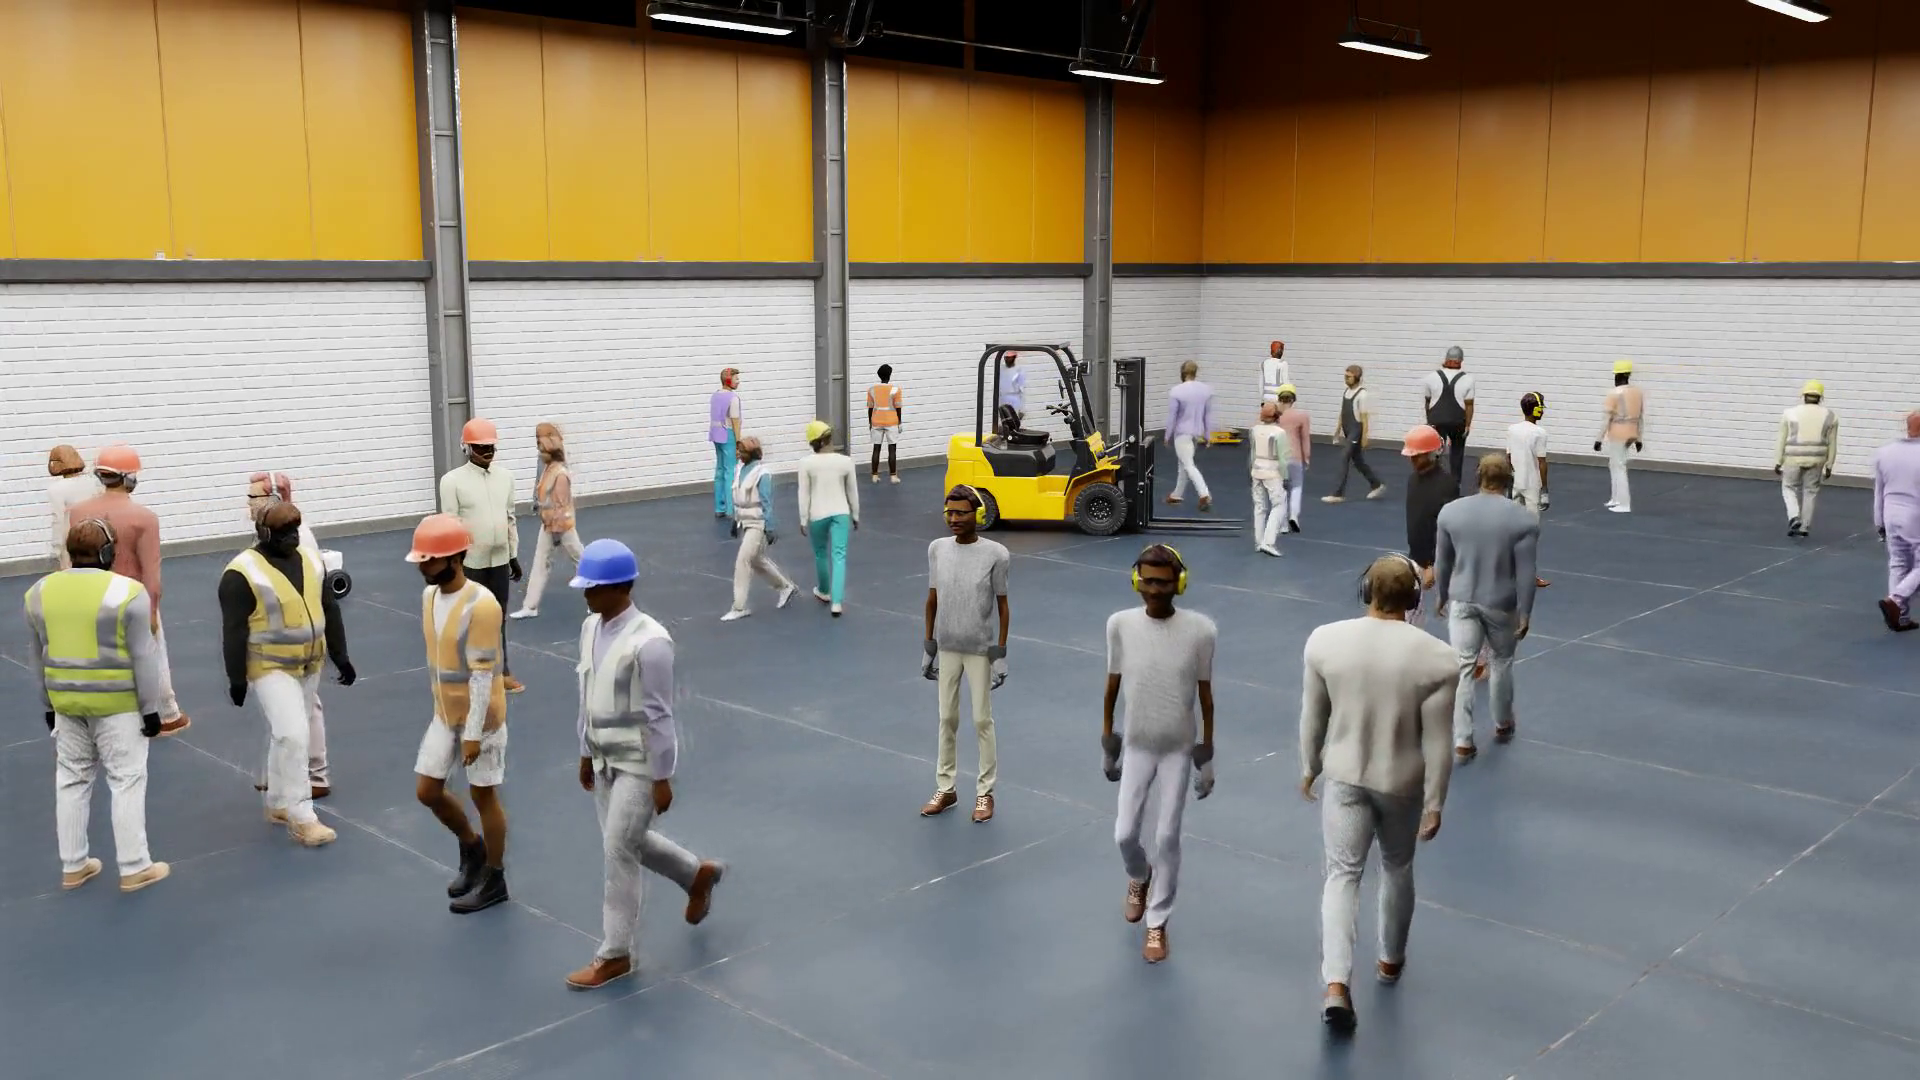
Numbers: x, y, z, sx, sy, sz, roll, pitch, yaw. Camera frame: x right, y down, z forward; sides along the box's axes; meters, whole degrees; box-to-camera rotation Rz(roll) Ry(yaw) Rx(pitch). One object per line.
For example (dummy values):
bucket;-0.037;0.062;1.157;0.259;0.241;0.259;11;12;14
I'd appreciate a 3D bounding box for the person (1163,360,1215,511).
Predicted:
person;2.916;-1.323;20.979;0.638;1.905;0.983;-6;11;-32

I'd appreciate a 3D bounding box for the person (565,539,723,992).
person;-1.376;0.916;7.207;0.835;1.917;0.611;-9;13;-43

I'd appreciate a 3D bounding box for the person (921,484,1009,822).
person;0.025;0.616;9.168;0.514;1.872;0.328;4;10;21

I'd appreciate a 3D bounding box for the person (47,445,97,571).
person;-7.120;0.047;13.384;0.268;1.630;0.507;2;9;11

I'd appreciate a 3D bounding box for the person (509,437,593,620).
person;-3.467;-0.113;14.494;0.895;1.591;0.523;-6;11;-33

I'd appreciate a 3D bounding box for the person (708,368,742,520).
person;-2.835;-1.162;20.159;0.390;1.841;0.563;-7;12;-37

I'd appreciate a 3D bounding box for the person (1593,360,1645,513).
person;8.202;-1.297;20.802;0.591;1.904;0.674;-6;11;-32

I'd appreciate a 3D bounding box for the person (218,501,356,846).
person;-3.502;0.697;8.869;0.790;1.814;0.627;4;10;22

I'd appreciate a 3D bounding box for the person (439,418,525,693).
person;-3.368;0.132;11.756;0.375;1.994;0.611;7;12;36

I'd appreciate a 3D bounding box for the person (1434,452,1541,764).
person;3.301;0.391;10.440;0.651;1.892;0.969;5;10;26

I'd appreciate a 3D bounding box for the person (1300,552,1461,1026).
person;1.682;0.996;6.770;0.634;1.903;0.971;3;10;18

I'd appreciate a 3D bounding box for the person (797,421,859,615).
person;-1.166;-0.209;14.764;0.555;1.689;0.920;-2;9;-11

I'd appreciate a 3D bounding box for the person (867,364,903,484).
person;-1.058;-1.633;23.511;0.537;1.693;0.319;3;10;19

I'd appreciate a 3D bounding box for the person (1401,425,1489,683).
person;3.456;0.126;12.039;1.064;1.935;0.621;-4;10;-21

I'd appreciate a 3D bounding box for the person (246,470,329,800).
person;-3.865;0.549;9.472;0.403;1.906;0.651;-7;12;-36

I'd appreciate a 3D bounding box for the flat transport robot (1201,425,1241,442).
flat transport robot;4.485;-1.876;29.339;0.652;0.197;1.431;0;9;-3

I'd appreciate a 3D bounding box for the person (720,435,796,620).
person;-1.767;-0.128;14.567;0.802;1.598;0.511;-7;11;-36

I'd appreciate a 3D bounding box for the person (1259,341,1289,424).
person;5.054;-2.248;26.680;0.355;1.887;0.574;-8;12;-42

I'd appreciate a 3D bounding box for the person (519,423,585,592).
person;-3.831;-0.332;15.866;0.837;1.595;0.498;-6;11;-33

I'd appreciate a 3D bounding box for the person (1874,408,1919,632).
person;7.852;-0.144;13.757;0.582;1.890;0.663;-4;10;-23

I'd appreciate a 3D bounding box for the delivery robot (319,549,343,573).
delivery robot;-6.029;0.242;15.195;0.477;0.478;0.707;7;12;39

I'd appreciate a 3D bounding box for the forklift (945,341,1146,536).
forklift;0.977;-1.223;19.452;2.313;2.155;1.214;2;9;11

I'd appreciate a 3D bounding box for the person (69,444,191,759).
person;-5.281;0.371;10.434;0.606;1.956;1.006;0;9;3

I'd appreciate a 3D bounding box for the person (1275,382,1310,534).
person;3.746;-0.939;19.069;0.522;1.744;0.402;2;10;13

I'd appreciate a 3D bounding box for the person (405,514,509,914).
person;-2.339;0.820;7.770;0.540;1.914;0.455;6;11;34

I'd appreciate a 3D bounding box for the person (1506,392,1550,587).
person;5.434;-0.482;15.906;0.328;1.872;0.514;-5;10;-27

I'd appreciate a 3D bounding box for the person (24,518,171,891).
person;-4.219;0.805;8.166;0.637;1.830;0.430;1;9;7

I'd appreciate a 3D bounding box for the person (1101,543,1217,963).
person;0.888;0.916;7.383;0.531;1.855;0.460;2;10;14

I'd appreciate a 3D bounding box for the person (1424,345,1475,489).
person;6.627;-1.655;22.573;0.677;2.000;0.862;4;10;24

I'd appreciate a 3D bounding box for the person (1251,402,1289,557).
person;3.257;-0.646;17.636;0.414;1.632;0.641;-5;11;-29

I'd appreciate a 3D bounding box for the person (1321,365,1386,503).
person;5.184;-1.390;21.686;0.926;1.812;0.525;-2;9;-11

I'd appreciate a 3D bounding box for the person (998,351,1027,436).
person;0.775;-2.039;25.294;0.563;1.918;0.464;8;12;39

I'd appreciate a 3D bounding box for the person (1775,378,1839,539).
person;9.471;-0.898;18.617;0.610;1.814;0.438;3;10;19
